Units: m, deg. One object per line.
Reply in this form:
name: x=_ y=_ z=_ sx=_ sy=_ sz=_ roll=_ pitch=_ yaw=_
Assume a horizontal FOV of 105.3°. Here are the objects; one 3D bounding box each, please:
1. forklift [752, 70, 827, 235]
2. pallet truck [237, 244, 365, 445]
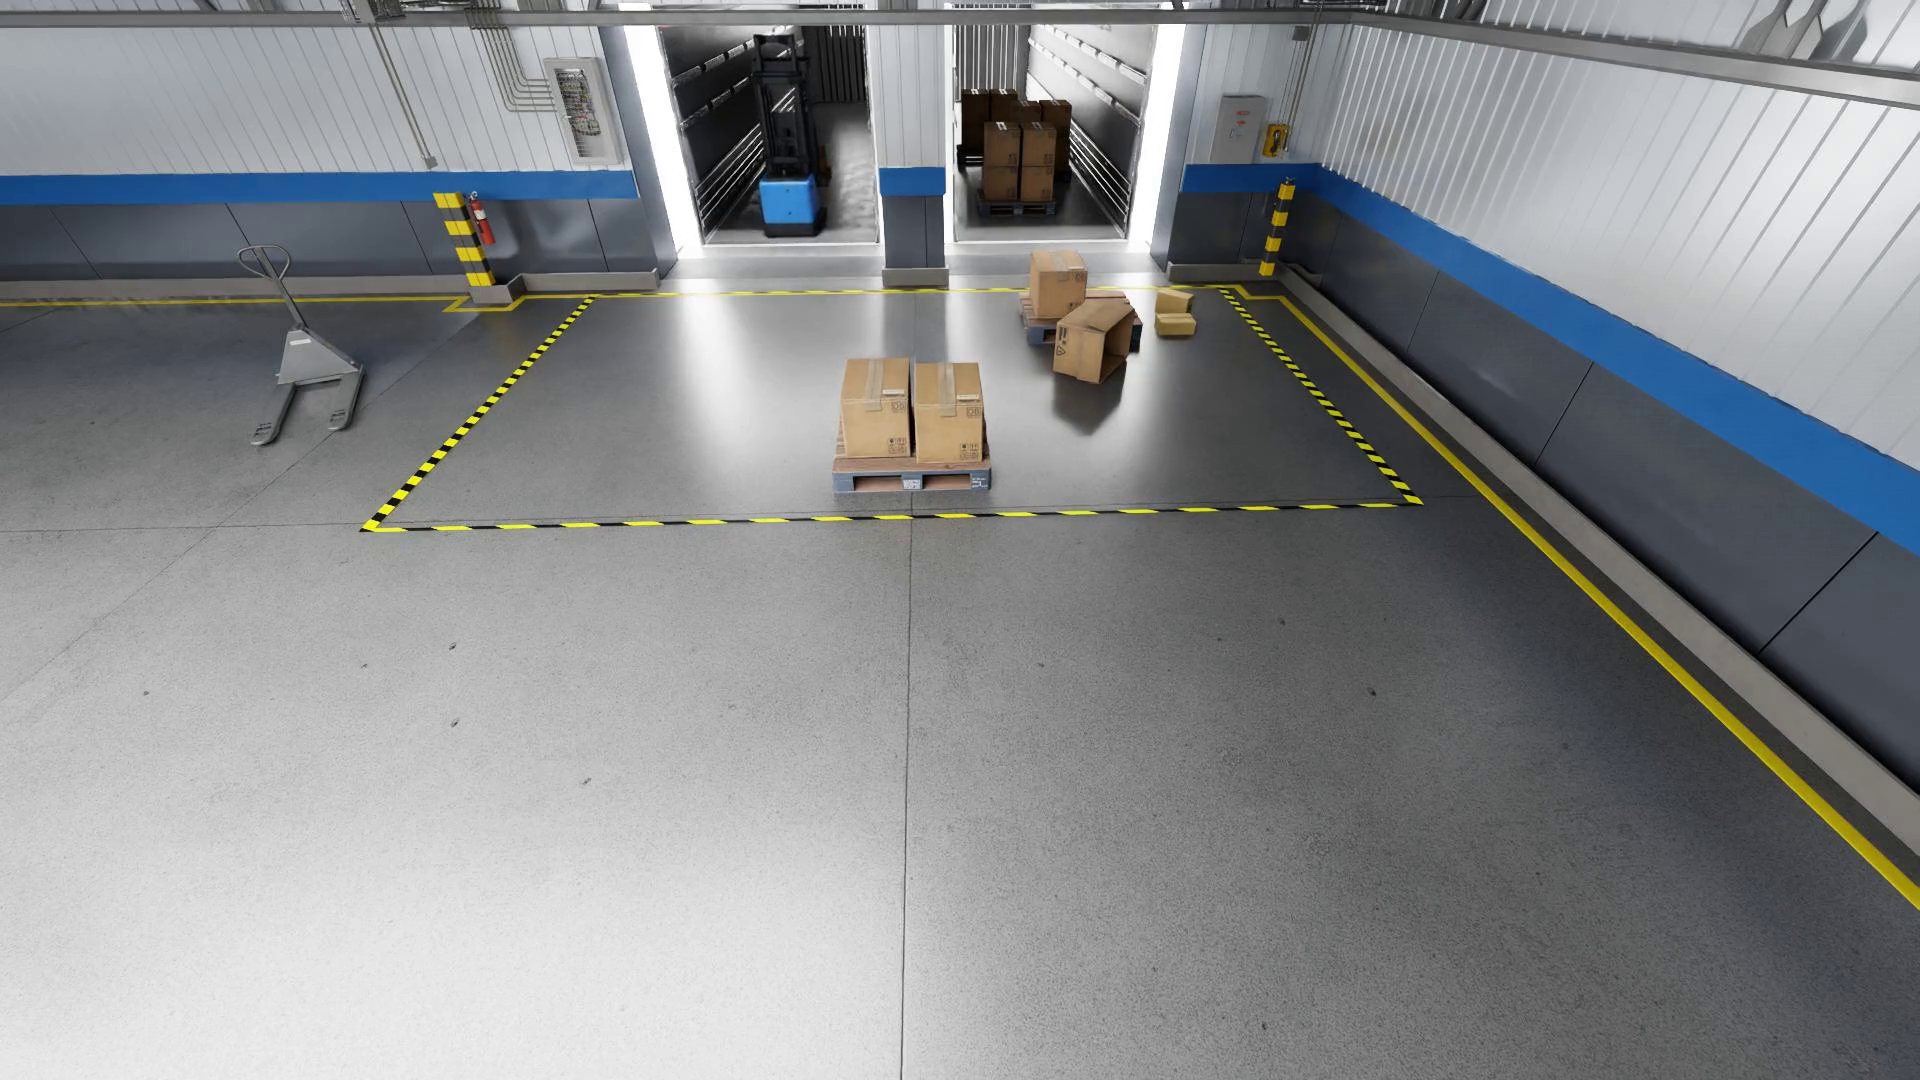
forklift: x=-2.482 y=-5.455 z=10.410 sx=0.716 sy=2.013 sz=0.776 roll=-1 pitch=38 yaw=-1
pallet truck: x=-5.915 y=-1.733 z=6.366 sx=0.680 sy=1.201 sz=1.601 roll=-18 pitch=42 yaw=-21
